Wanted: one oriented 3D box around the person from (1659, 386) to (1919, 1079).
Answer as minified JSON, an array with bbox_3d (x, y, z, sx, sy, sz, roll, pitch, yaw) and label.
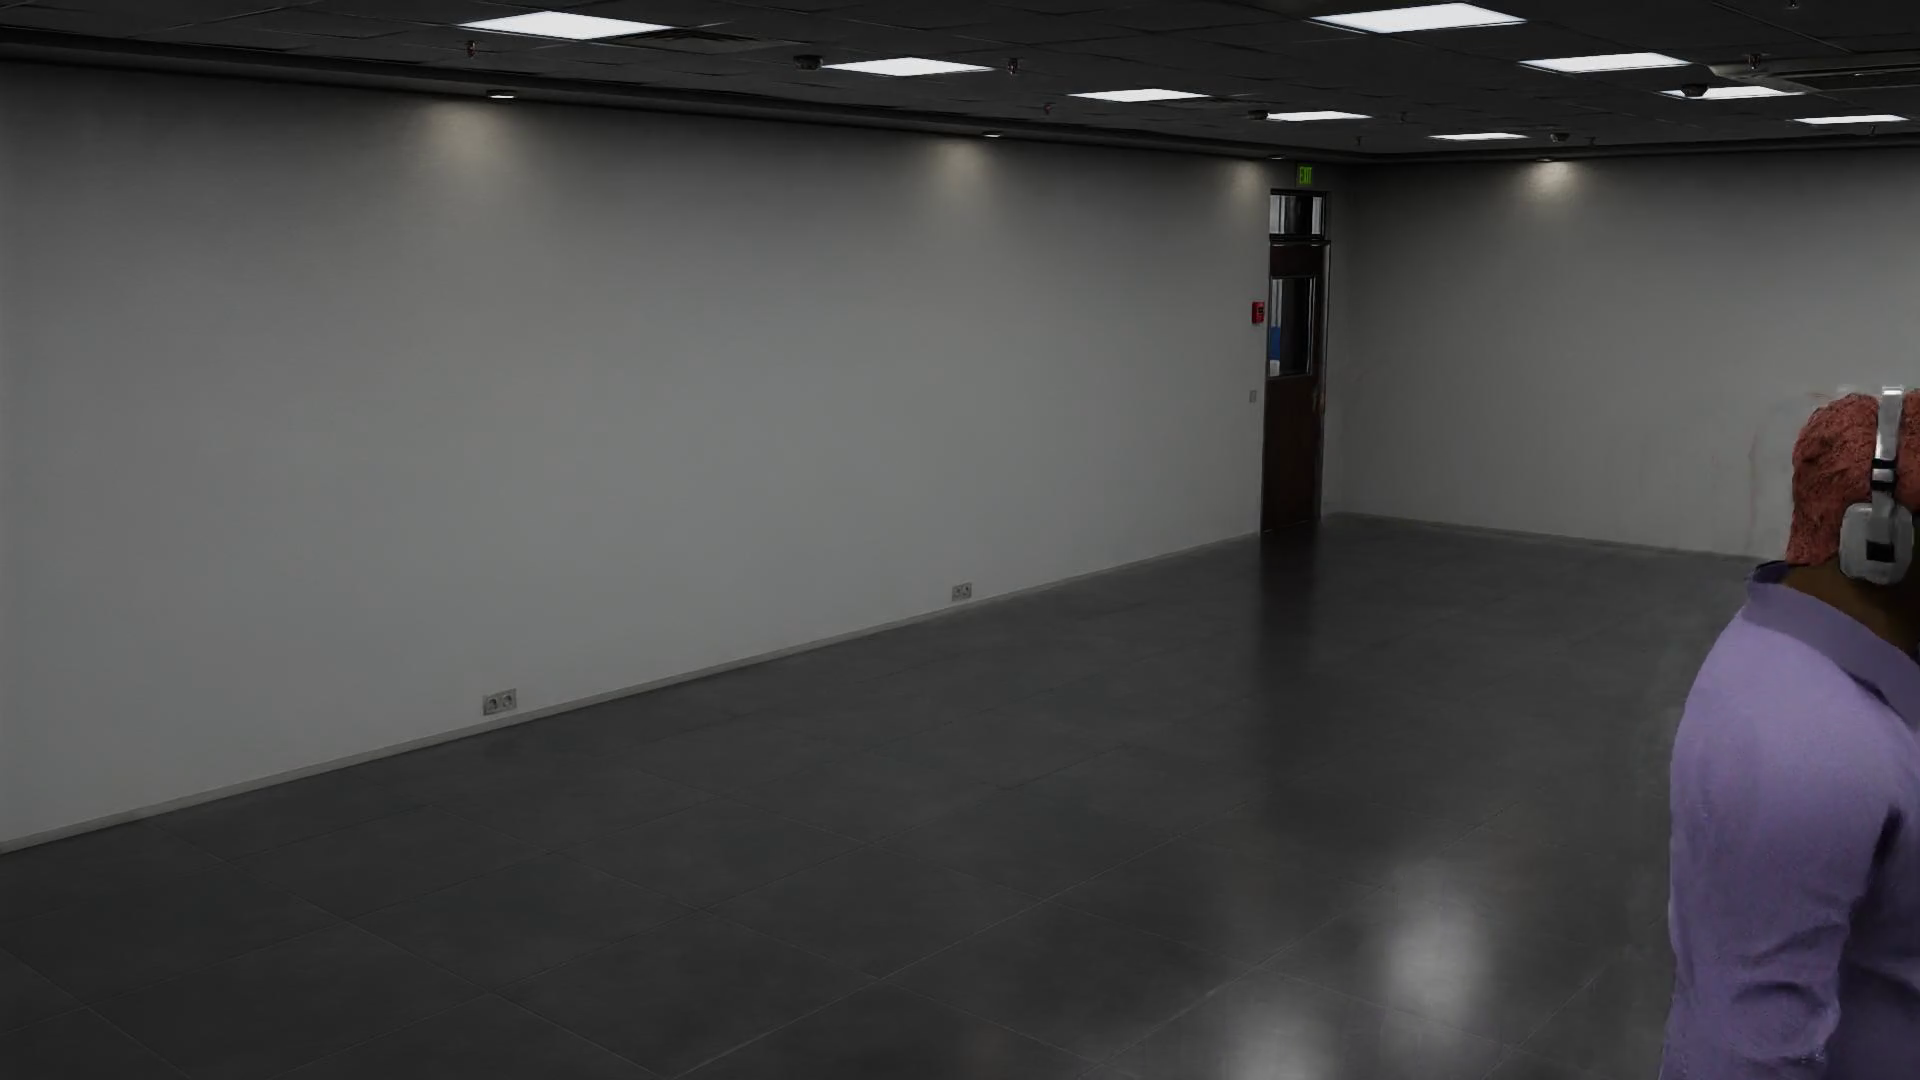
[{"bbox_3d":[1.013,0.725,2.142,0.969,1.870,0.653,5,11,26],"label":"person"}]
